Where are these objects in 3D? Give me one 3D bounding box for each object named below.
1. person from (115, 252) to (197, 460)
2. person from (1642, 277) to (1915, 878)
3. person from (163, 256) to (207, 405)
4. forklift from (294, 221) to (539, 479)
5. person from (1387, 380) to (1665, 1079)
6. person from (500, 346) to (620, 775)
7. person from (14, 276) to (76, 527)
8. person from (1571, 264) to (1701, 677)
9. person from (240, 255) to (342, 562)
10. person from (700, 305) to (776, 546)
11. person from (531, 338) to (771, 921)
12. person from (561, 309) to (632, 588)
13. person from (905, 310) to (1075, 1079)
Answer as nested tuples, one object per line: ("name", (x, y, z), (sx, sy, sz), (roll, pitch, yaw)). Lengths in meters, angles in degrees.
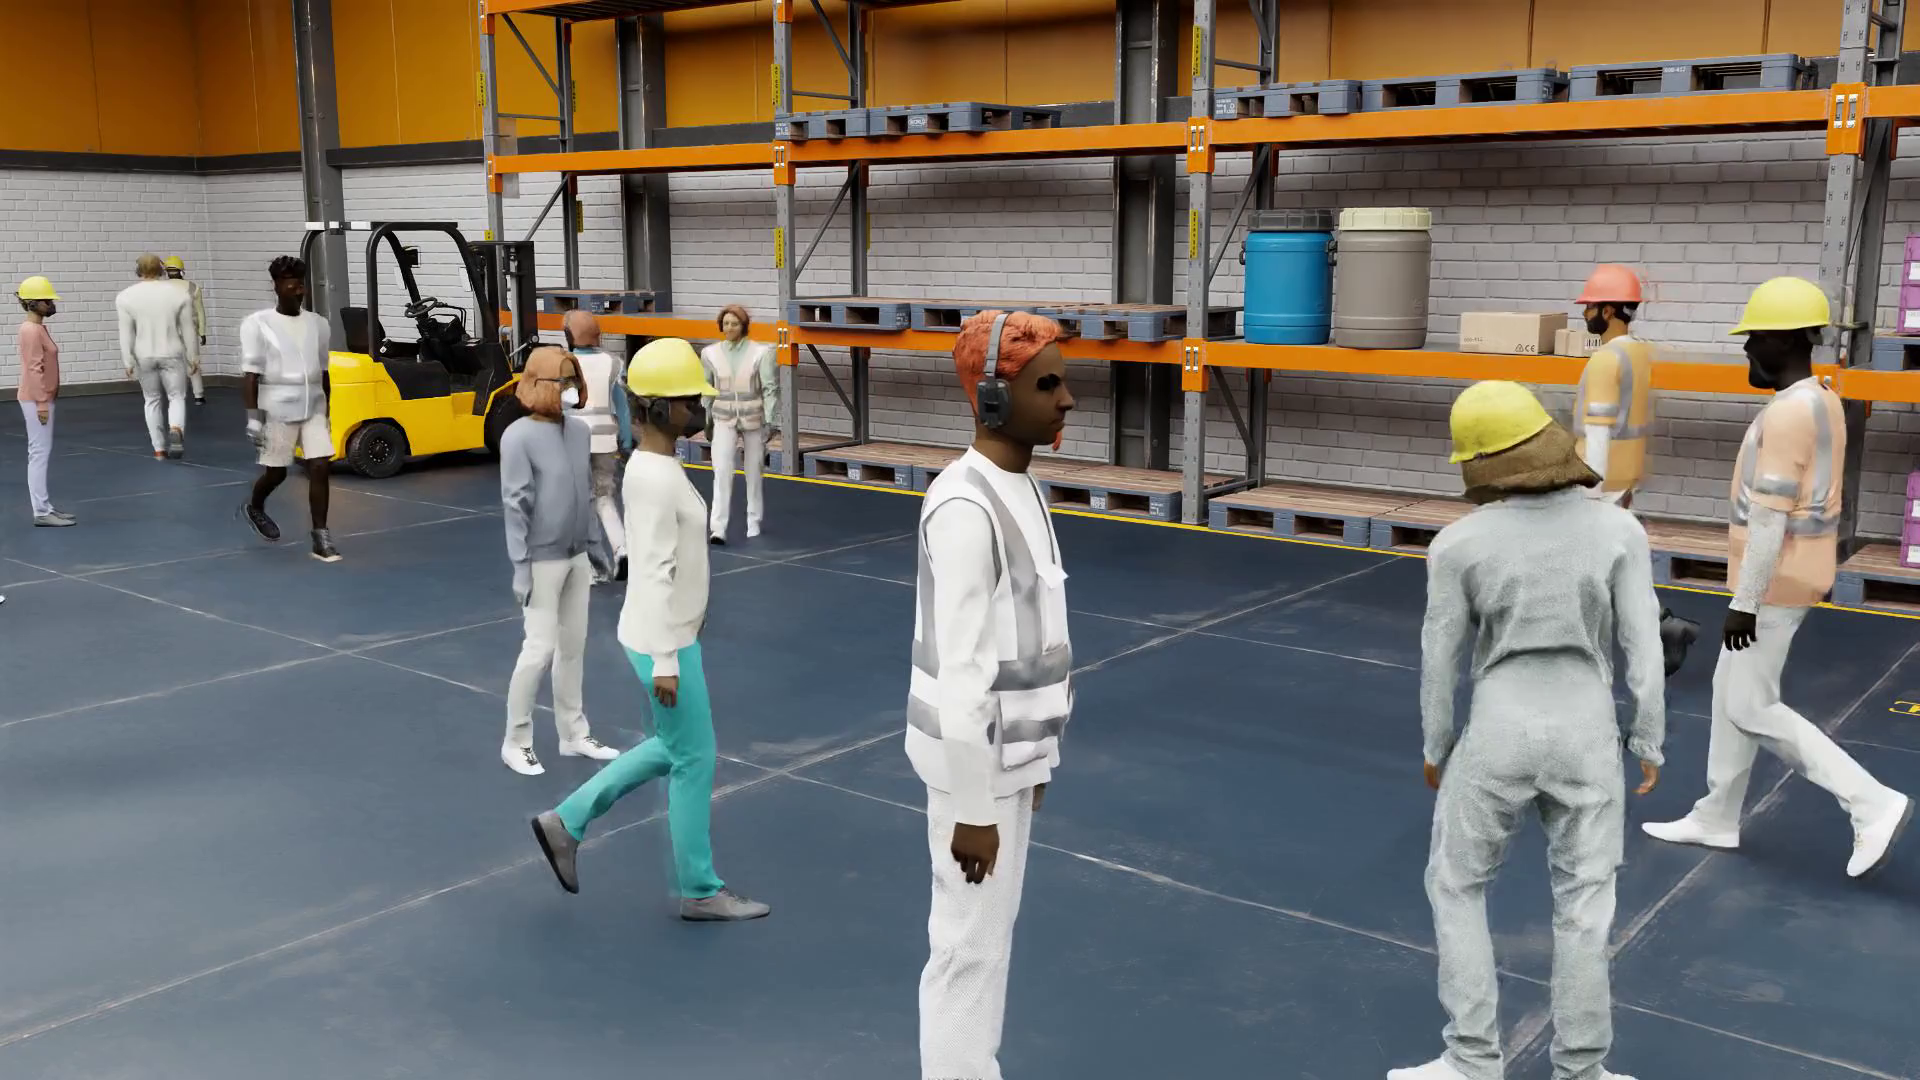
("person", (-7.280, -1.650, 15.112), (0.637, 1.923, 0.742), (-5, 11, -24))
("person", (2.640, 0.126, 5.285), (0.720, 1.908, 0.598), (6, 12, 30))
("person", (-9.571, -2.561, 20.404), (0.599, 1.827, 0.403), (-5, 11, -24))
("forklift", (-4.922, -1.741, 14.854), (1.214, 2.155, 2.313), (8, 13, 38))
("person", (1.333, 0.492, 3.857), (0.615, 1.705, 0.337), (2, 10, 12))
("person", (-1.540, 0.078, 6.356), (0.297, 1.641, 0.504), (4, 11, 22))
("person", (-6.505, -0.979, 11.818), (0.331, 1.768, 0.526), (-5, 11, -25))
("person", (3.037, -0.297, 7.635), (0.757, 1.918, 0.549), (8, 13, 38))
("person", (-4.310, -0.838, 10.583), (0.839, 1.937, 0.629), (8, 13, 38))
("person", (-1.478, -0.759, 11.079), (0.518, 1.589, 0.851), (0, 10, 0))
("person", (-0.926, 0.285, 4.868), (0.641, 1.749, 0.529), (-1, 10, -7))
("person", (-2.163, -0.522, 9.657), (0.528, 1.625, 0.379), (-8, 13, -37))
("person", (0.074, 0.470, 3.467), (0.358, 1.882, 0.574), (2, 10, 11))
